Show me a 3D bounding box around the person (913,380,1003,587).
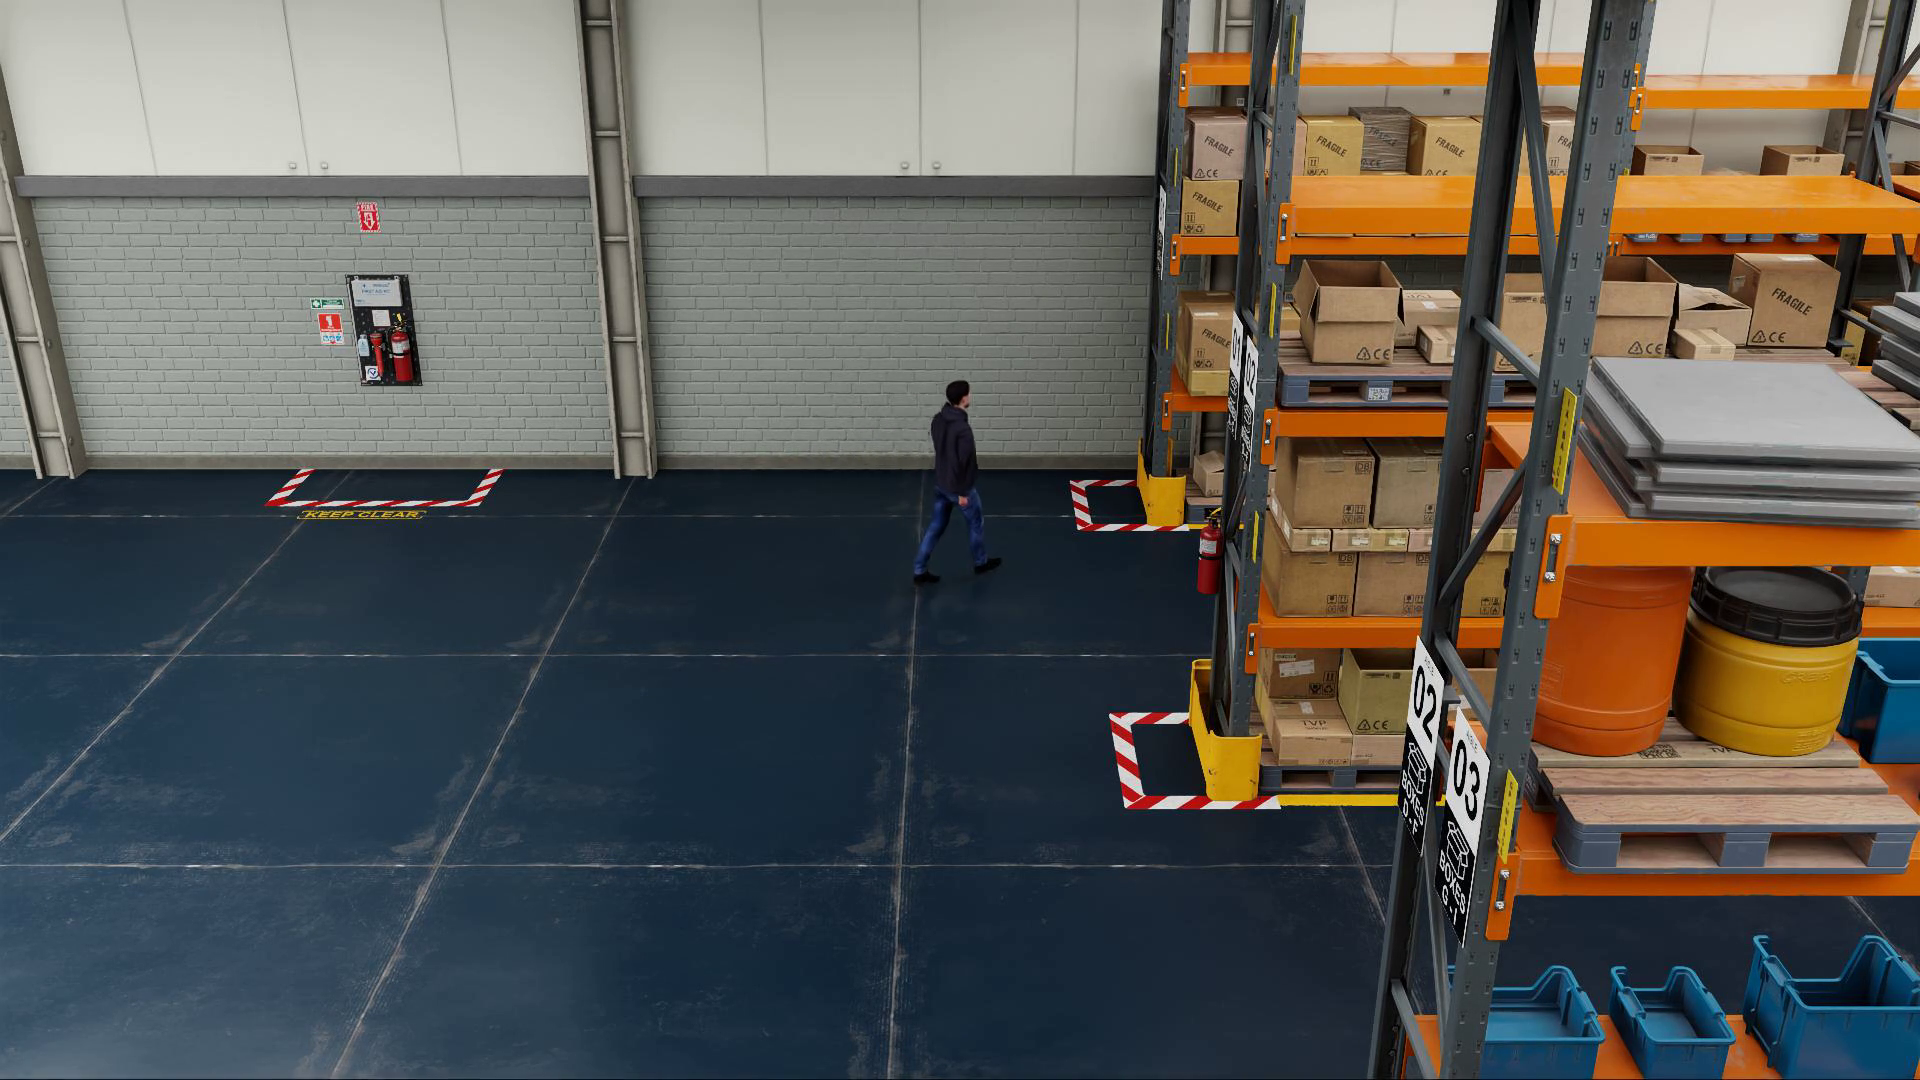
[{"bbox_3d":[-0.132,-0.442,14.426,1.268,1.846,1.145,-17,28,-34],"label":"person"}]
